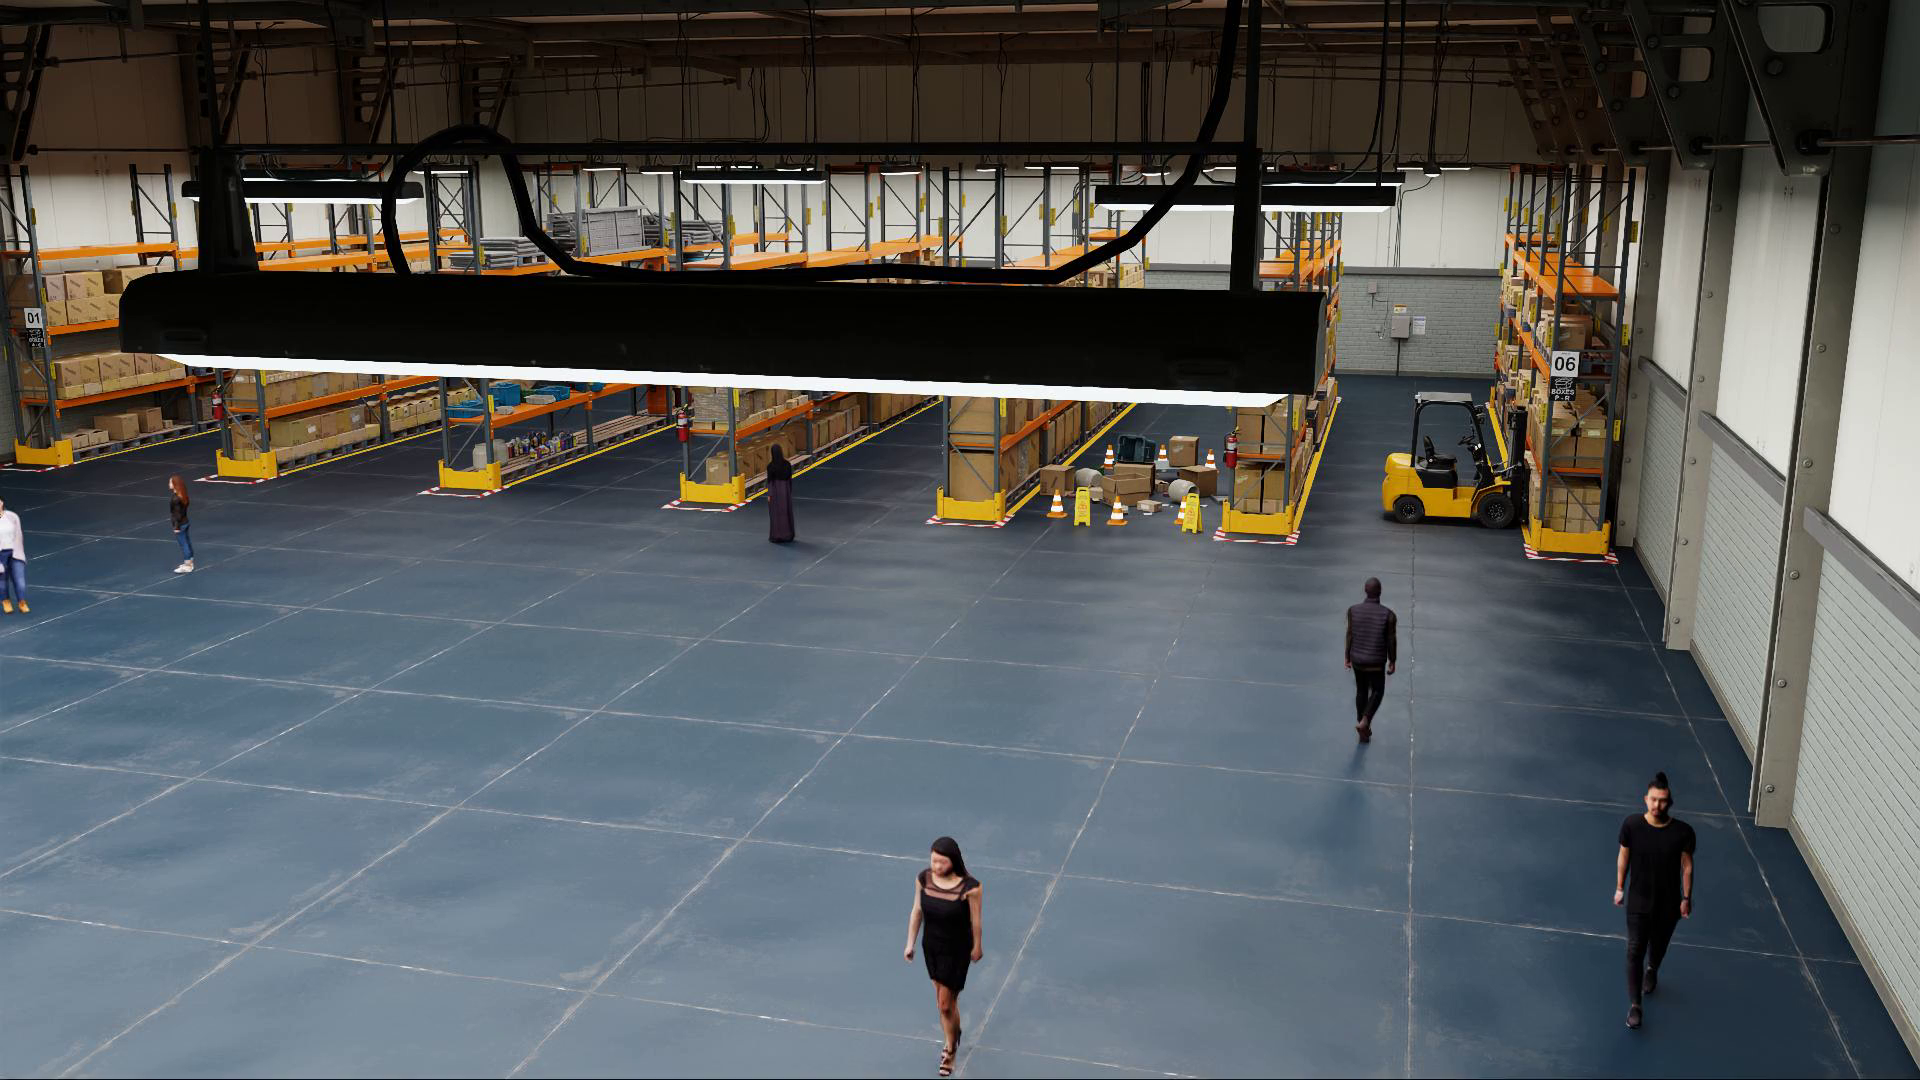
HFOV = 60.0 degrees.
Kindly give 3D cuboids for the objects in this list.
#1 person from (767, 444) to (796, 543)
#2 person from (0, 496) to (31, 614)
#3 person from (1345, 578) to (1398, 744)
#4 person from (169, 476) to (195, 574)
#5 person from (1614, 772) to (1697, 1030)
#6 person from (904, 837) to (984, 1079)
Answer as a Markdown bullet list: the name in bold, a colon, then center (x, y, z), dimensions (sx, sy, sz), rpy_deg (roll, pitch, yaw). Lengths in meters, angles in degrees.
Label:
- **person**: center (-2.951, -0.775, 27.208), dimensions (0.719, 1.615, 0.774), rpy_deg (-7, 15, -27)
- **person**: center (-13.177, 0.168, 22.893), dimensions (0.974, 1.725, 1.010), rpy_deg (-11, 17, -38)
- **person**: center (4.325, 1.317, 17.722), dimensions (0.858, 1.818, 1.023), rpy_deg (8, 15, 30)
- **person**: center (-11.808, -0.252, 25.241), dimensions (0.692, 1.483, 0.565), rpy_deg (-2, 13, -7)
- **person**: center (5.104, 2.588, 12.212), dimensions (0.844, 1.828, 1.196), rpy_deg (6, 14, 25)
- **person**: center (-0.053, 2.815, 11.515), dimensions (0.734, 1.700, 0.769), rpy_deg (8, 15, 31)
